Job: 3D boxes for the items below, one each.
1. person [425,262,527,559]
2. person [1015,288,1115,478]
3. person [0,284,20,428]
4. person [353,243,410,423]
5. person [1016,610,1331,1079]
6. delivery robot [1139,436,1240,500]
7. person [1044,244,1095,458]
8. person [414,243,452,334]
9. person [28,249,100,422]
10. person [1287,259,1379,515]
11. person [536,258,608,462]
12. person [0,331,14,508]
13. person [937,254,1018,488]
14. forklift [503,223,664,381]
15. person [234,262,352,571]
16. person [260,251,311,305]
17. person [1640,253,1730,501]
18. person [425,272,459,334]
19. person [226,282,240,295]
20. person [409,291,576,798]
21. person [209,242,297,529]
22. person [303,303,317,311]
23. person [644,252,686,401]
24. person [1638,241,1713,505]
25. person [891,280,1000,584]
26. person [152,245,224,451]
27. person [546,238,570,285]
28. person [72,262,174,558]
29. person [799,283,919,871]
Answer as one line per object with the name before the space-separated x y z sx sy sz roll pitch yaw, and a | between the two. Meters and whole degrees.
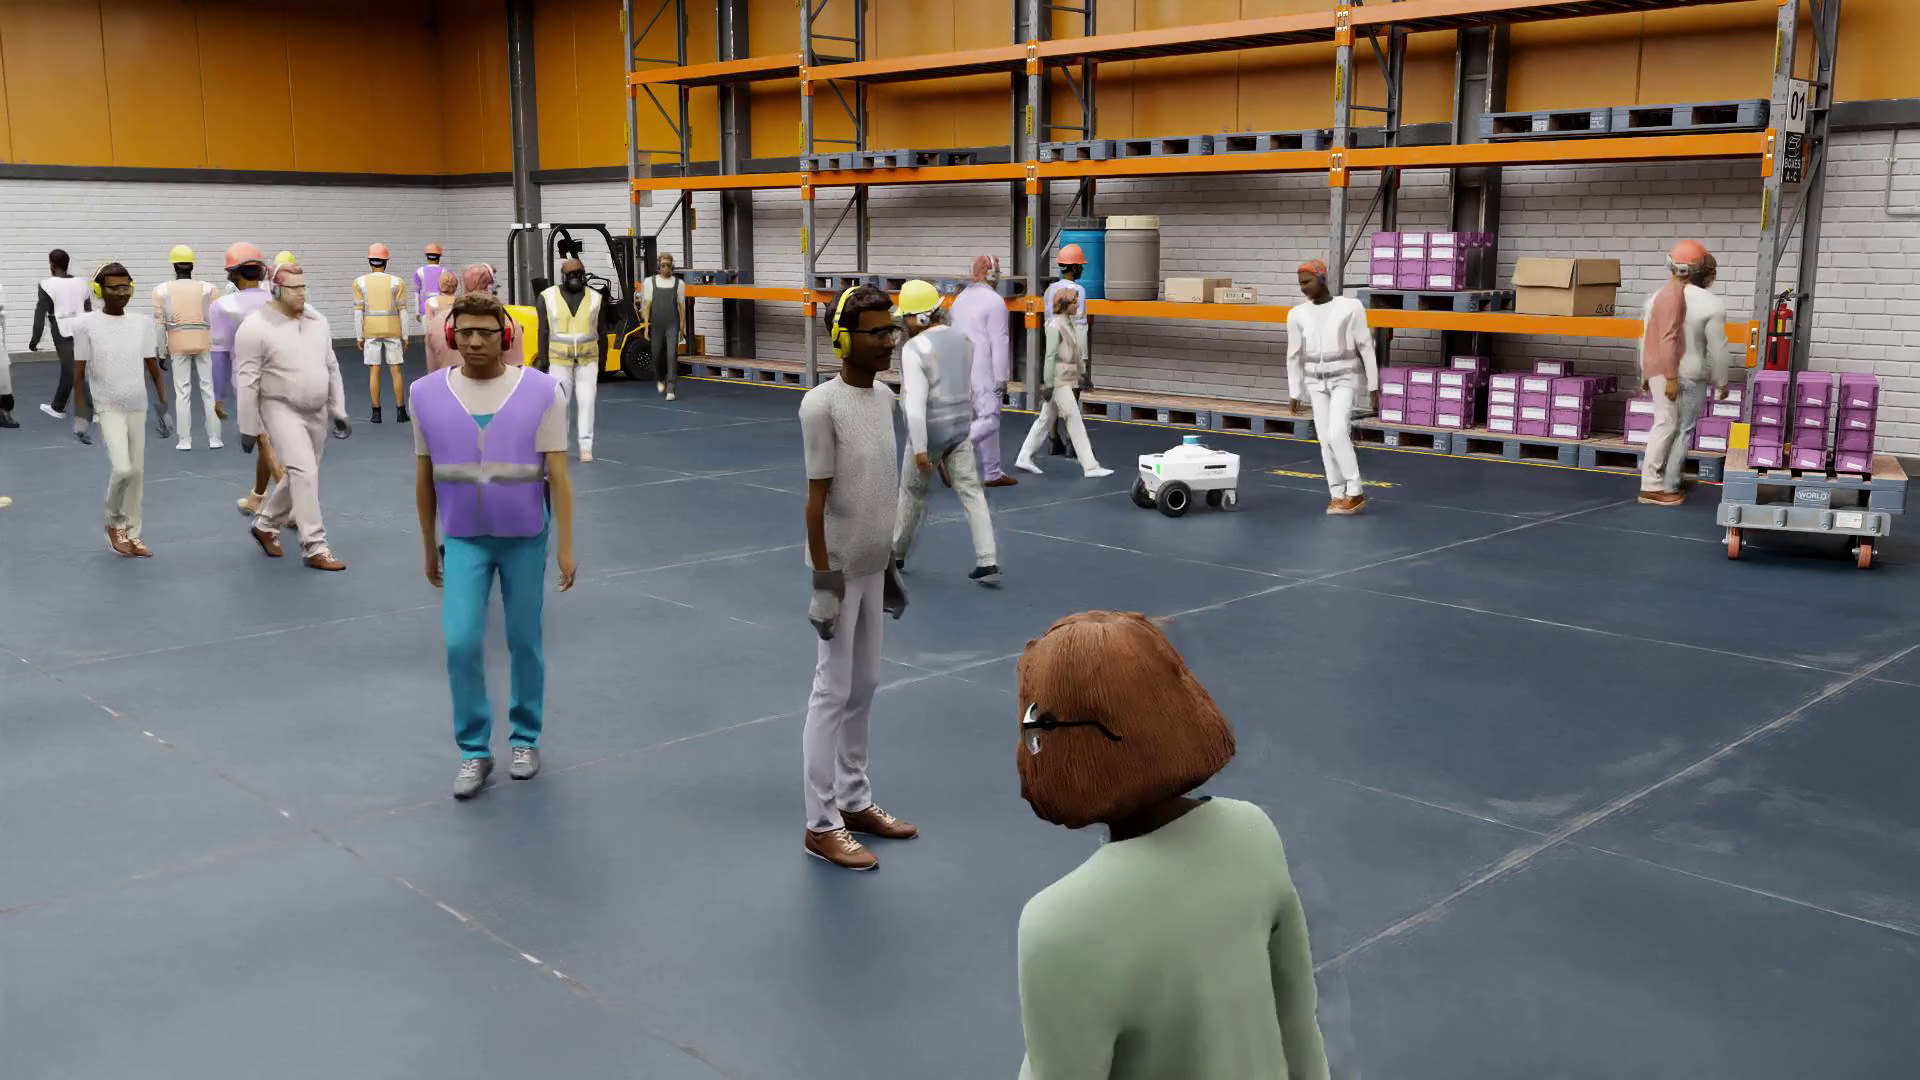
person | -2.927 -0.725 9.987 0.677 1.870 0.837 3 11 18
person | 0.848 -1.313 13.931 0.882 1.593 0.527 3 11 15
person | -10.334 -2.136 17.535 0.834 1.916 0.553 7 12 32
person | -6.257 -2.235 18.012 0.551 1.934 0.375 -3 11 -17
person | 0.341 0.879 2.049 0.881 1.575 0.508 7 13 35
delivery robot | 1.685 -0.522 12.189 0.707 0.478 0.477 -4 11 -20
person | 1.001 -1.721 15.208 0.361 1.939 0.542 -7 12 -34
person | -7.497 -3.274 23.753 0.551 1.904 0.759 -3 11 -15
person | -9.795 -2.223 18.148 1.002 1.867 0.594 4 11 19
person | 2.679 -1.092 12.031 0.675 1.847 0.481 8 13 37
person | -3.471 -1.616 14.945 0.630 1.823 0.542 -4 11 -19
person | -7.265 -1.128 12.286 0.650 1.823 0.462 5 11 25
person | 0.117 -1.324 13.212 0.773 1.873 0.657 -6 12 -29
forklift | -5.316 -3.263 22.920 2.313 2.155 1.214 -10 14 -44
person | -4.133 -0.769 10.218 0.899 1.866 0.625 5 11 24
person | -7.899 -2.476 19.612 0.589 1.834 0.403 1 10 4
person | 5.586 -1.229 12.636 0.771 1.918 0.652 -6 12 -32
person | -5.402 -2.022 17.667 0.522 1.638 0.310 -5 11 -25
person | -9.274 -2.799 21.619 0.323 1.743 0.489 5 12 27
person | -1.685 0.021 6.025 0.585 1.821 0.657 -1 10 -8
person | -4.879 -1.082 11.621 1.090 1.986 0.618 9 14 41
person | -6.445 -1.750 16.116 0.540 1.666 0.761 -2 11 -12
person | -3.649 -2.651 20.596 0.525 1.827 0.745 -1 10 -8
person | 5.383 -1.251 12.542 0.446 1.978 0.628 5 11 24
person | -0.141 -0.622 9.692 0.616 1.764 0.977 -10 14 -43
person | -7.247 -1.798 15.666 0.590 1.925 0.373 -6 12 -28
person | -6.353 -3.868 26.839 0.605 1.966 0.367 1 10 3
person | -5.221 -0.799 10.403 0.397 1.854 0.557 7 13 35
person | -0.326 0.109 5.412 0.334 1.873 0.517 5 12 26
